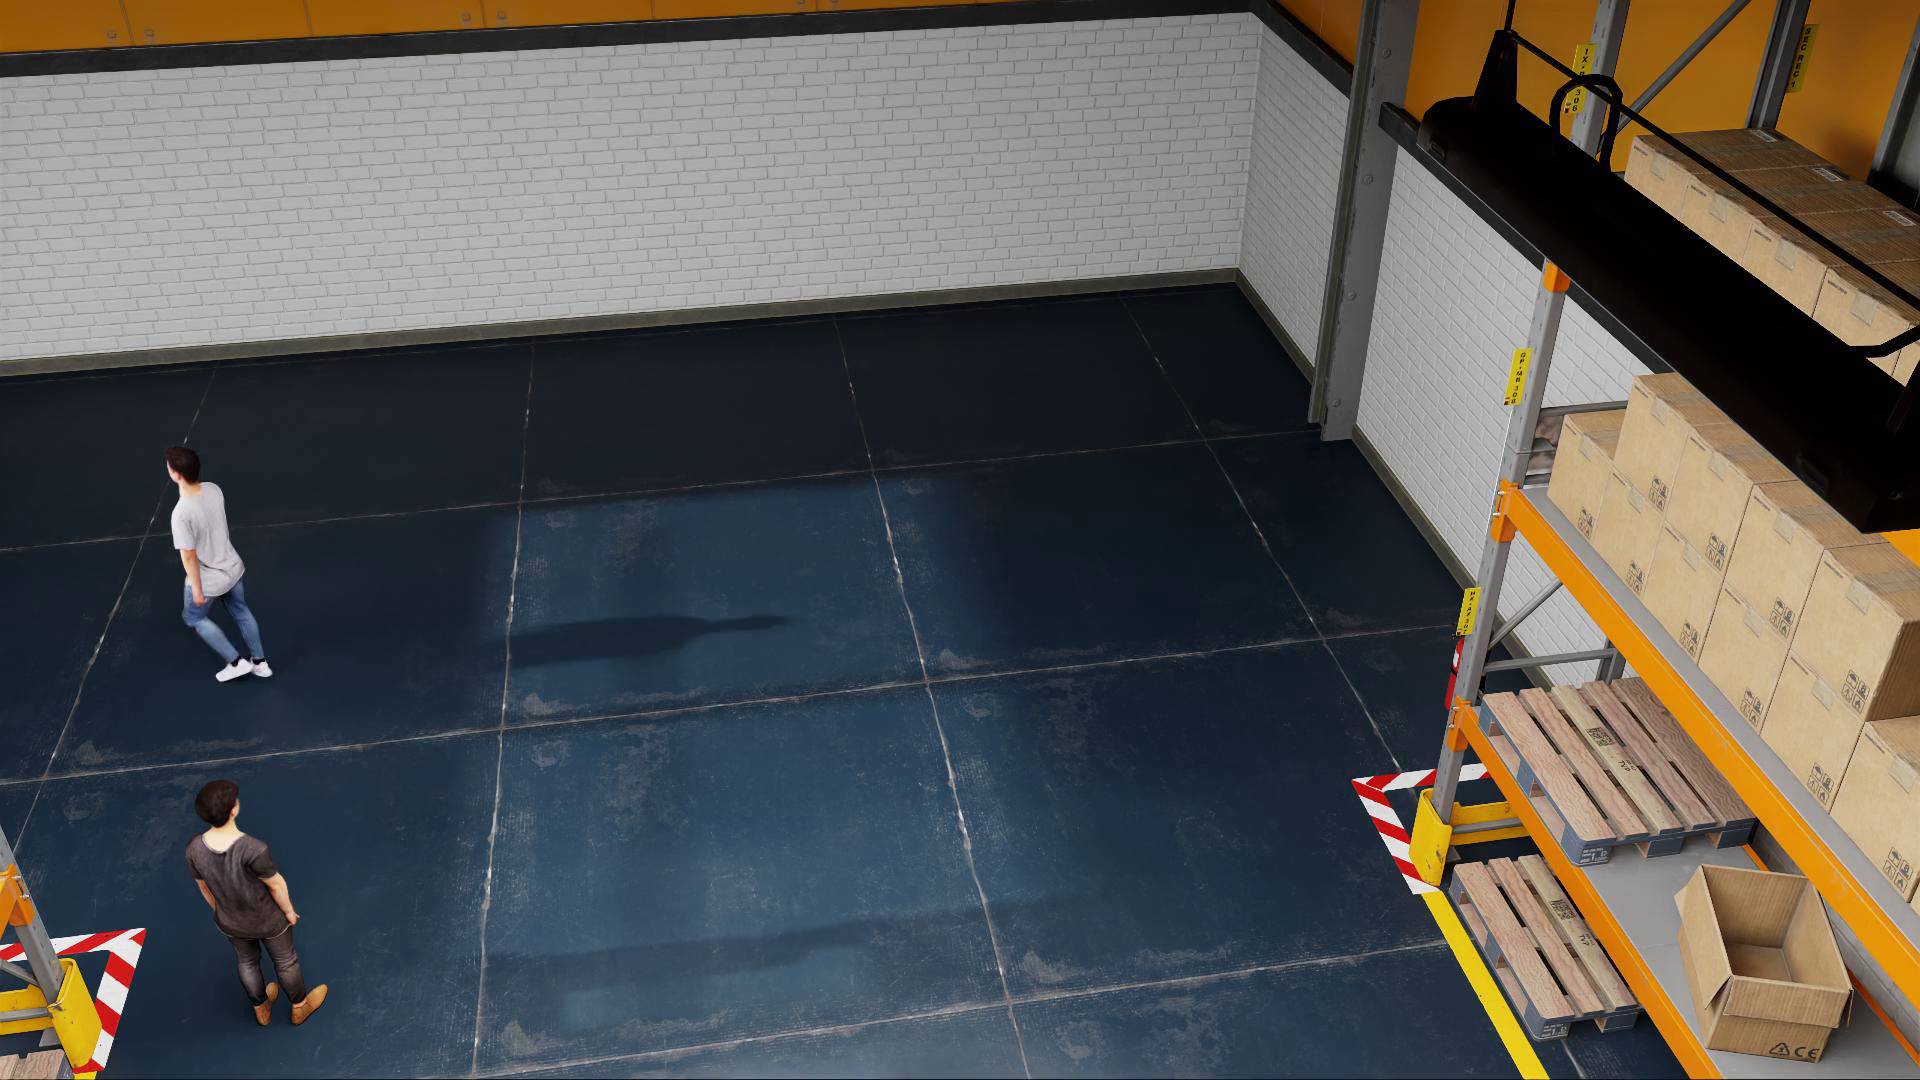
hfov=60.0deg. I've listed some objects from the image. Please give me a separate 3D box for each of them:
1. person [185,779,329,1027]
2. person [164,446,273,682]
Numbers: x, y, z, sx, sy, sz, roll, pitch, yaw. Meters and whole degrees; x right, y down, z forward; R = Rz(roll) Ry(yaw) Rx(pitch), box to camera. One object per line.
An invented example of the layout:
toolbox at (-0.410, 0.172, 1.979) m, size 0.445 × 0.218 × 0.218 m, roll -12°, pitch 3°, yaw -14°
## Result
person at (-3.850, 1.985, 9.017) m, size 0.671 × 1.717 × 0.635 m, roll 2°, pitch 34°, yaw 3°
person at (-5.105, 0.215, 11.538) m, size 0.854 × 1.875 × 0.745 m, roll 7°, pitch 34°, yaw 10°
